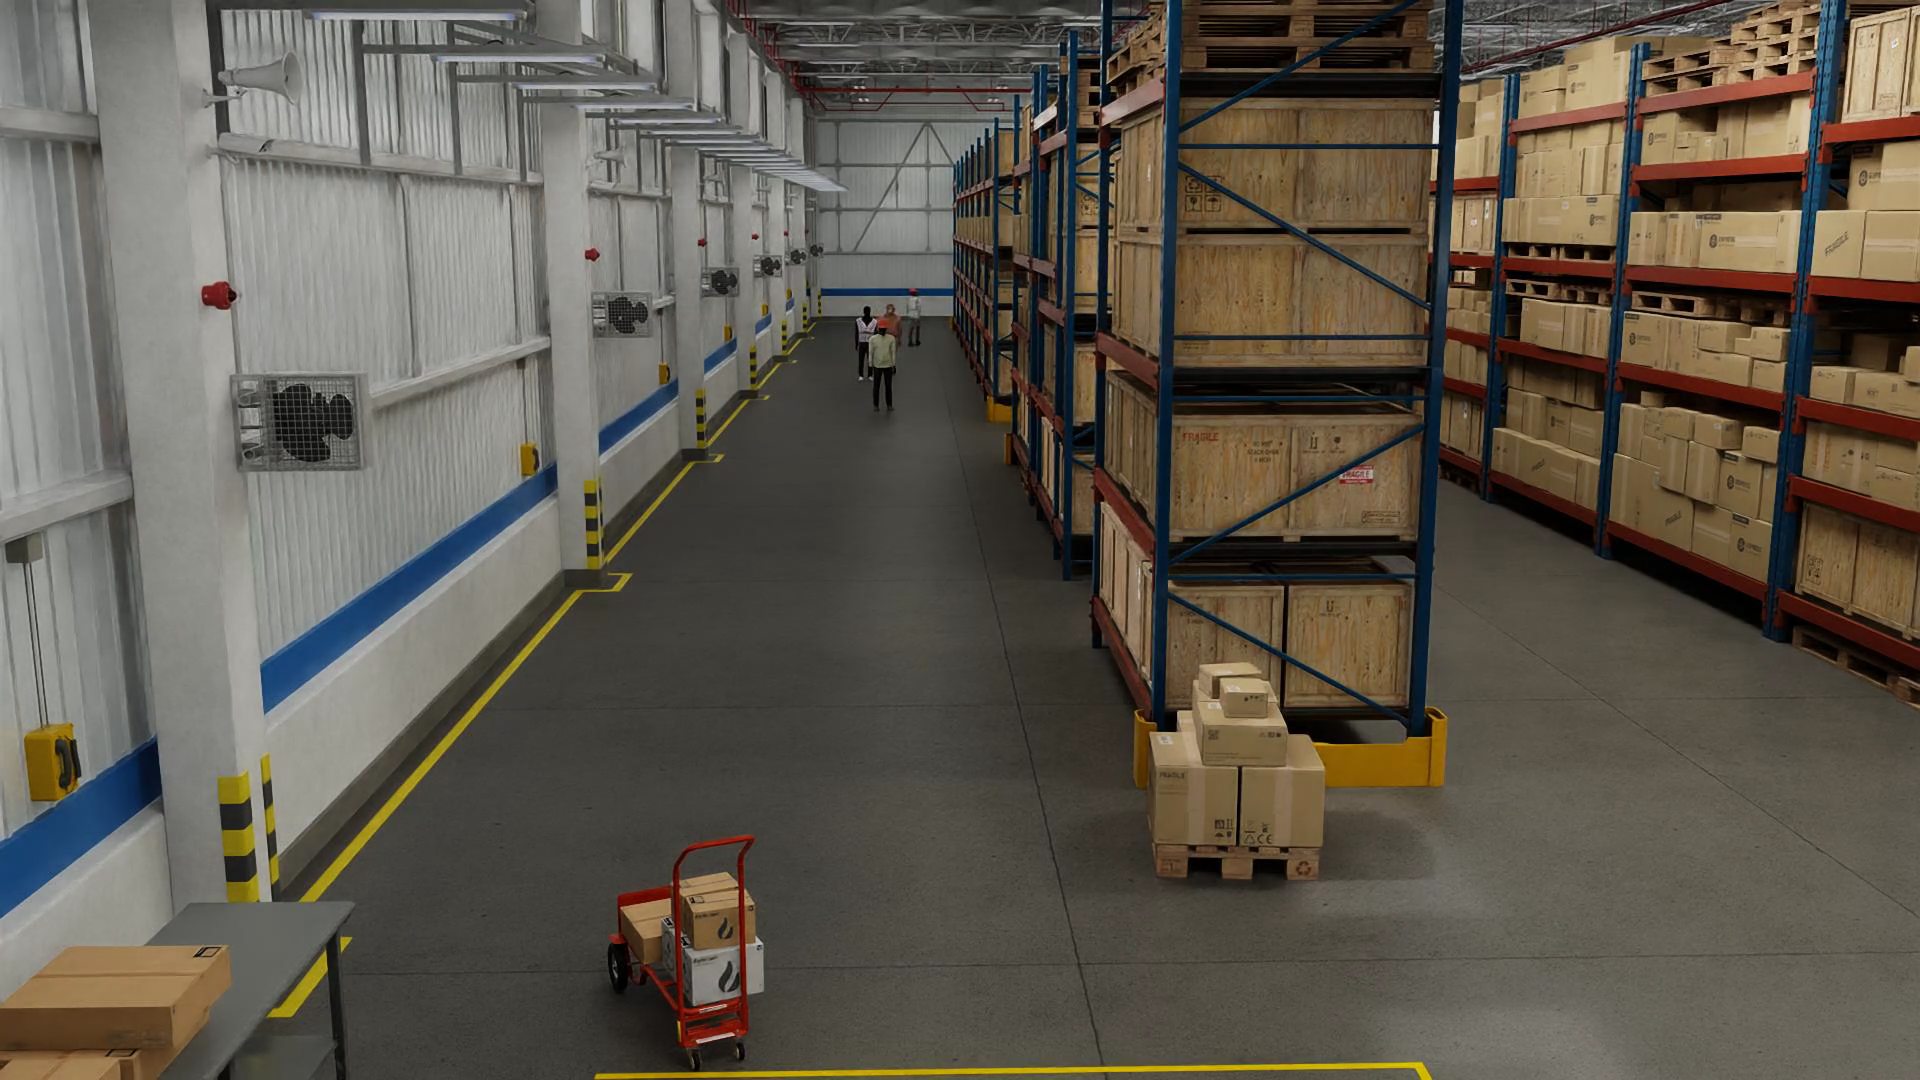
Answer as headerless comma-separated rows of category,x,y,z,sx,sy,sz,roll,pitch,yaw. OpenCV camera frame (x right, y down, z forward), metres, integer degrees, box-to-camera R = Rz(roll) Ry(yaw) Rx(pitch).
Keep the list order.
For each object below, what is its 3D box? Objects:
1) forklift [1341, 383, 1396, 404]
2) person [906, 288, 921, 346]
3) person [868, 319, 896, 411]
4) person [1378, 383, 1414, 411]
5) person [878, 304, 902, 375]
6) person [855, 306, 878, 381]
forklift,5.392,-1.636,22.361,1.129,2.768,1.873,0,11,-2
person,-1.511,-7.279,54.295,0.561,1.883,0.831,4,11,18
person,-1.664,-3.756,35.731,0.617,1.986,0.408,-3,11,-16
person,8.677,-3.236,33.313,0.804,1.875,0.649,-2,11,-10
person,-1.847,-5.339,44.217,0.645,1.892,0.465,-3,11,-15
person,-2.391,-5.029,42.560,0.595,1.909,0.398,-2,11,-8
